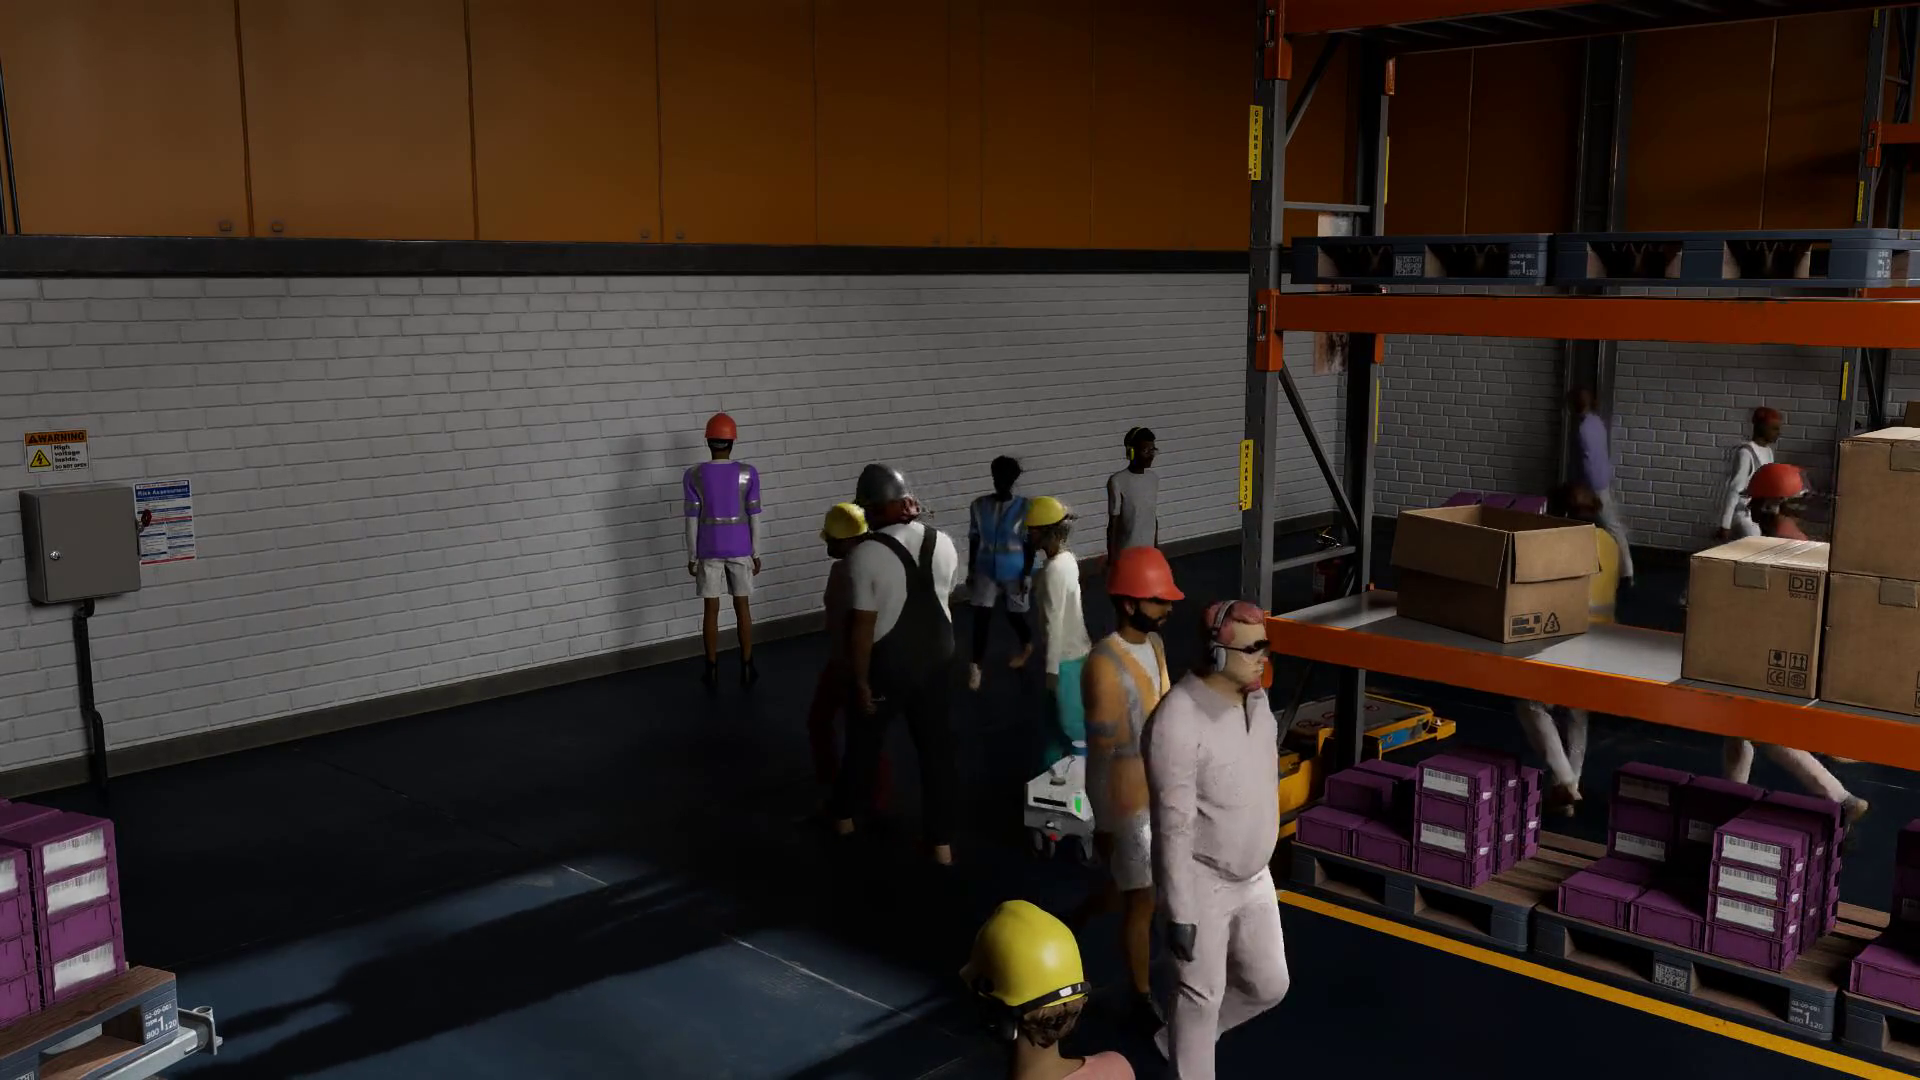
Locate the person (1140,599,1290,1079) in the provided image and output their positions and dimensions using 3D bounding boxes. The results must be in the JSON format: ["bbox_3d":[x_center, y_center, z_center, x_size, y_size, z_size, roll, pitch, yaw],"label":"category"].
[{"bbox_3d":[0.829,1.121,5.501,0.463,1.895,0.656,9,13,42],"label":"person"}]

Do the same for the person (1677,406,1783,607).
[{"bbox_3d":[6.458,-0.198,13.749,0.985,1.848,0.606,8,12,42],"label":"person"}]

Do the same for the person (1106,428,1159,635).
[{"bbox_3d":[1.218,0.139,11.620,0.510,1.860,0.316,-8,12,-41],"label":"person"}]

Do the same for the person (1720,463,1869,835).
[{"bbox_3d":[4.243,0.587,8.562,0.878,1.966,0.620,7,12,38],"label":"person"}]

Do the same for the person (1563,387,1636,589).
[{"bbox_3d":[5.787,-0.472,15.343,1.048,1.873,0.658,7,11,35],"label":"person"}]

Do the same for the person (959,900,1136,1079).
[{"bbox_3d":[0.129,1.554,3.225,0.522,1.769,0.310,-9,13,-44],"label":"person"}]

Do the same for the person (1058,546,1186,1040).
[{"bbox_3d":[0.602,0.960,6.406,0.715,1.920,0.552,5,11,28],"label":"person"}]

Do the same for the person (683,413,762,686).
[{"bbox_3d":[-1.677,0.070,11.801,0.542,1.938,0.357,-1,9,-9],"label":"person"}]

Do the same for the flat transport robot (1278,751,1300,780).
[{"bbox_3d":[1.251,1.307,9.309,1.431,0.197,0.652,-7,11,-36],"label":"flat transport robot"}]

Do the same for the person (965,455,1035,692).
[{"bbox_3d":[0.319,0.206,11.812,0.540,1.665,0.741,3,10,19],"label":"person"}]

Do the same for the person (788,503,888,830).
[{"bbox_3d":[-0.639,0.677,8.646,0.641,1.745,0.539,-5,11,-29],"label":"person"}]

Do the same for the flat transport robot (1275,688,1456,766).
[{"bbox_3d":[2.369,1.160,10.210,1.431,0.197,0.652,-8,12,-41],"label":"flat transport robot"}]

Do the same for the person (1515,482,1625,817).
[{"bbox_3d":[3.280,0.597,8.991,0.679,1.805,0.473,-5,11,-29],"label":"person"}]

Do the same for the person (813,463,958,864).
[{"bbox_3d":[-0.369,0.567,8.435,0.700,2.000,1.000,-7,11,-35],"label":"person"}]

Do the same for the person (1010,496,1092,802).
[{"bbox_3d":[0.646,0.629,9.004,0.698,1.736,0.564,2,9,10],"label":"person"}]

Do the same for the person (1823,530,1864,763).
[{"bbox_3d":[5.378,0.411,10.003,0.429,1.842,0.633,1,9,7],"label":"person"}]

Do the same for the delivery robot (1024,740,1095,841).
[{"bbox_3d":[0.611,1.262,8.432,0.477,0.478,0.707,5,11,30],"label":"delivery robot"}]
